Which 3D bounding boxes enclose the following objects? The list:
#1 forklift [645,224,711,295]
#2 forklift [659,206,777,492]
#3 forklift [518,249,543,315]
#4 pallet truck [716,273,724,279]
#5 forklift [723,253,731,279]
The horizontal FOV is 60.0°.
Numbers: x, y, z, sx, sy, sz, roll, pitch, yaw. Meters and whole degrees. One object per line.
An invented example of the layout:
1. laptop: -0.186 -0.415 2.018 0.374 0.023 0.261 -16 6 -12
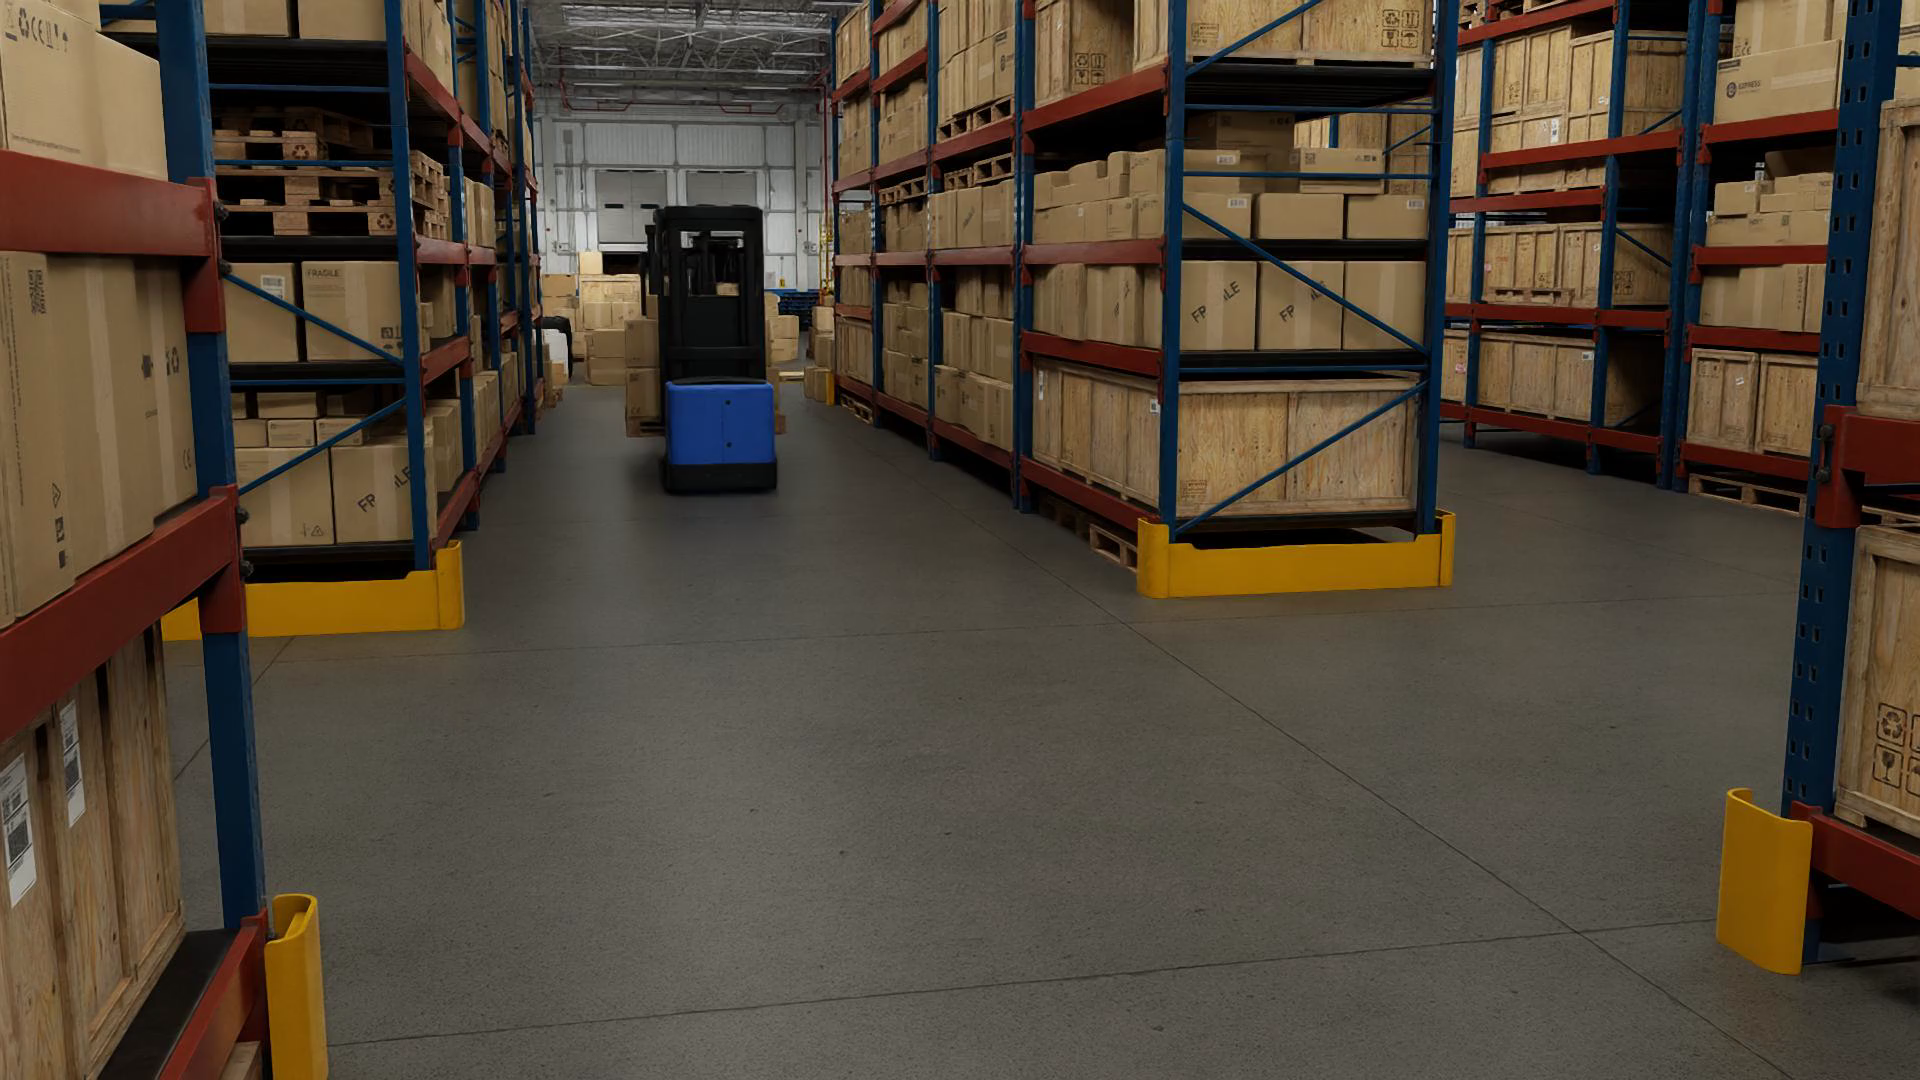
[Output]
1. forklift: -4.049 -3.160 24.086 1.129 2.768 1.873 -2 10 -12
2. forklift: -2.486 -1.971 16.835 1.129 2.768 1.873 -2 10 -12
3. forklift: -14.410 -8.377 55.886 1.873 2.768 1.129 3 10 19
4. pallet truck: -8.580 -8.986 62.280 1.885 1.965 0.823 1 9 5
5. forklift: -6.403 -6.321 43.352 1.129 2.768 1.873 -2 10 -12
